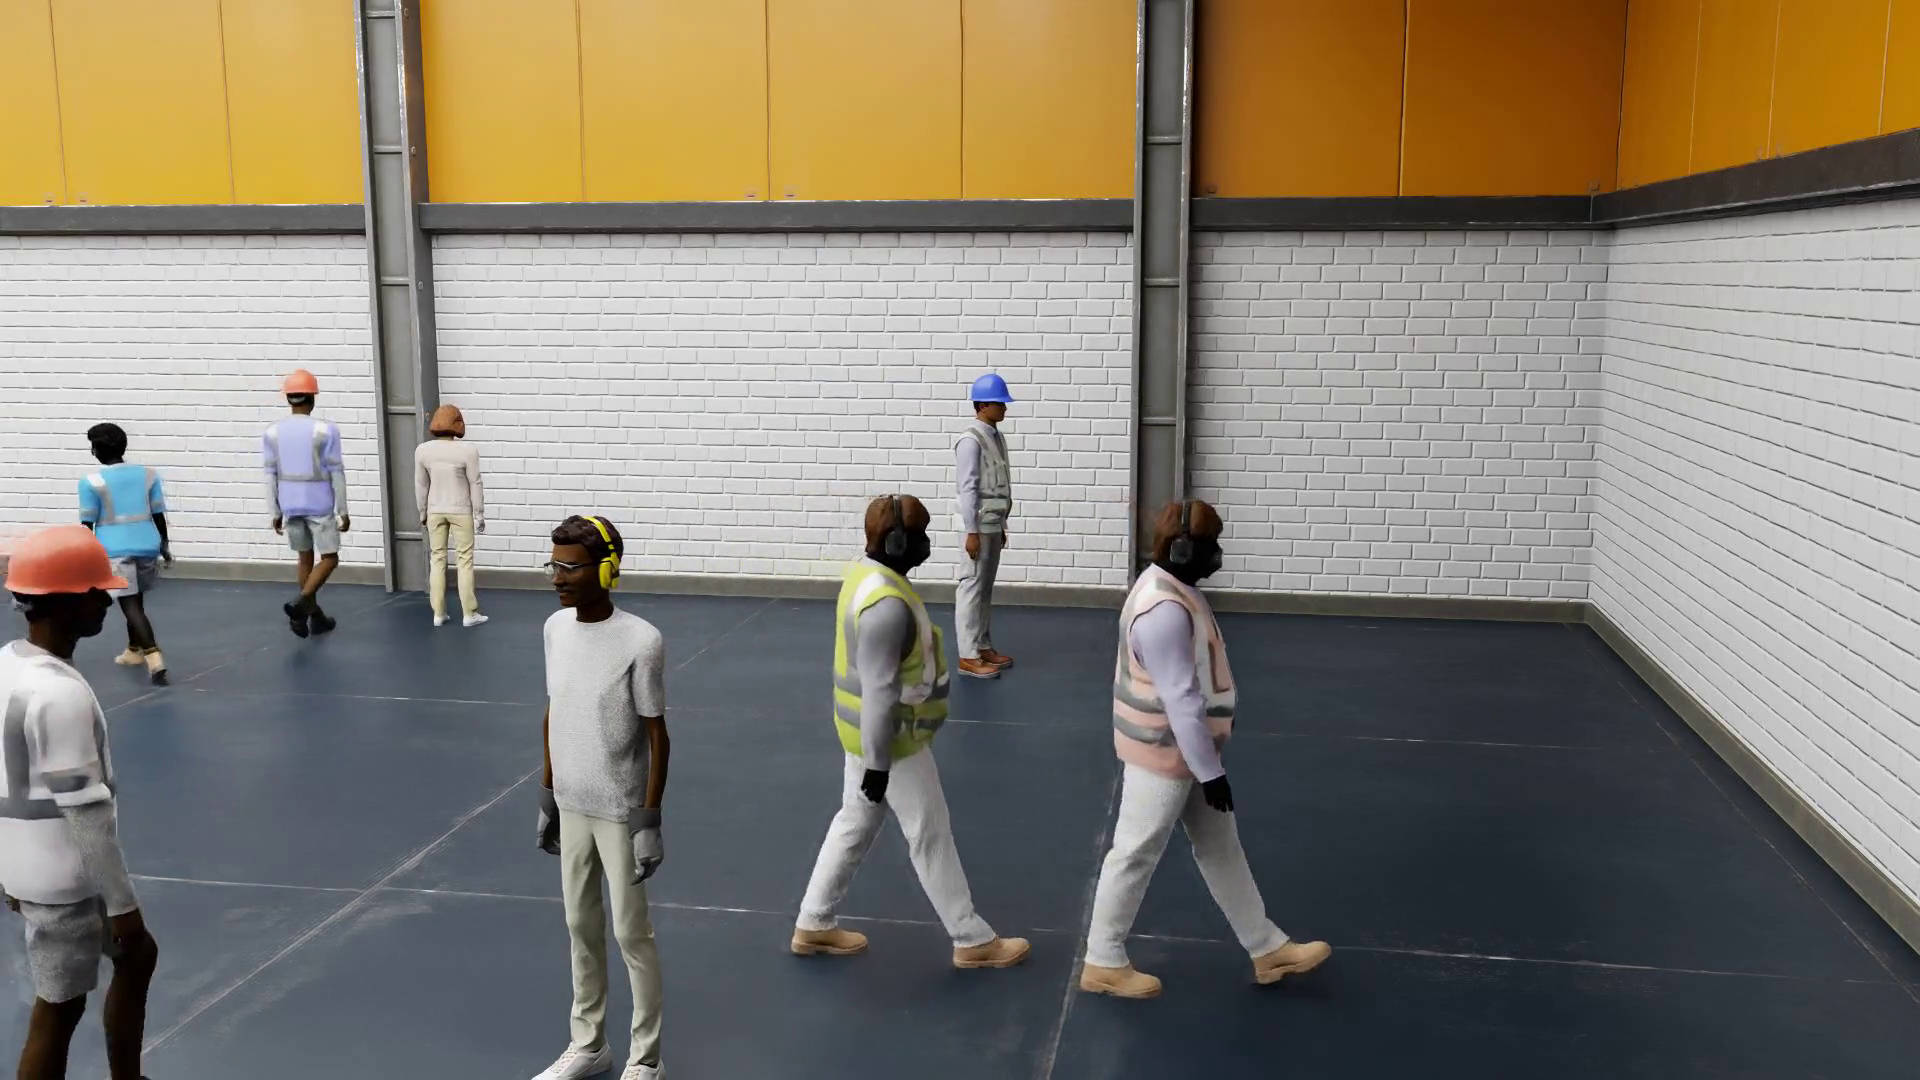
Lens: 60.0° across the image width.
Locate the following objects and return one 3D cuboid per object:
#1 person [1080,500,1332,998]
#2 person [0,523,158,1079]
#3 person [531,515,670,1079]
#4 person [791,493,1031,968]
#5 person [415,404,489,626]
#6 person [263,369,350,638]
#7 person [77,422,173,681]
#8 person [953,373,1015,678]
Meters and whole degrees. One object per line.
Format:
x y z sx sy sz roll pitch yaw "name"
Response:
0.863 0.763 5.878 0.909 1.800 0.633 3 10 16 "person"
-2.401 0.898 4.678 0.707 1.914 0.582 -7 12 -38 "person"
-1.126 0.847 5.166 0.518 1.866 0.326 6 11 31 "person"
-0.223 0.716 6.201 0.886 1.801 0.646 -1 9 -9 "person"
-3.730 -0.178 12.200 0.507 1.631 0.271 1 9 8 "person"
-4.606 -0.239 11.682 0.562 1.918 0.728 1 9 3 "person"
-5.296 0.073 10.621 0.852 1.660 0.540 7 11 36 "person"
0.160 -0.100 10.750 0.403 1.948 0.605 3 10 19 "person"
